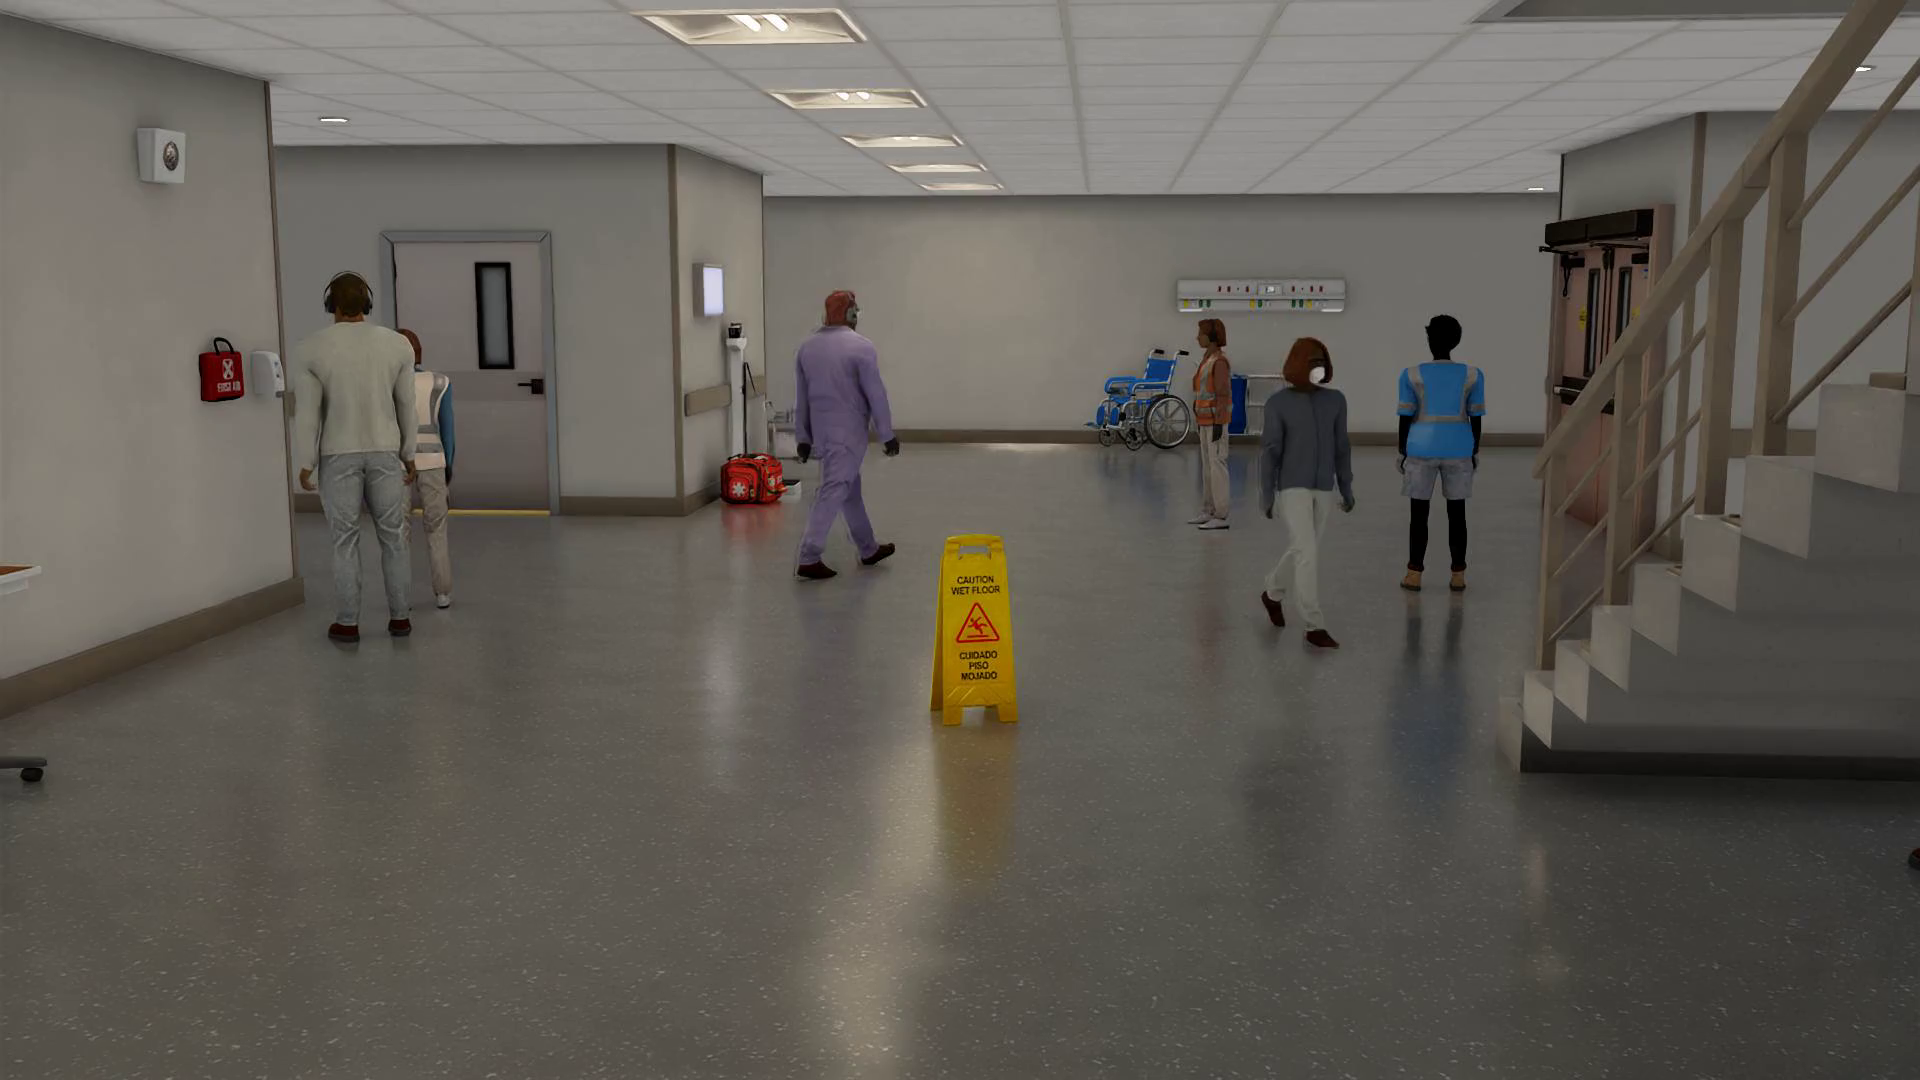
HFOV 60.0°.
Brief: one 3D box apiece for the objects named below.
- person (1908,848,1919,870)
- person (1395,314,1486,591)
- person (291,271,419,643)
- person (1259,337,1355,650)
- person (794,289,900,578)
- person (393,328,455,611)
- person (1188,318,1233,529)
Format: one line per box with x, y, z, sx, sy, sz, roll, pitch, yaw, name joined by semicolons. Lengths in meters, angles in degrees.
3.117;0.133;4.957;0.379;1.931;0.625;3;9;17;person
2.932;-0.525;10.189;0.538;1.700;0.317;1;8;5;person
-3.159;-0.431;8.735;0.627;1.940;0.371;-5;10;-31;person
1.806;-0.275;8.818;0.505;1.606;0.797;-4;9;-26;person
-0.742;-0.696;10.844;1.011;1.852;0.643;-8;12;-44;person
-3.168;-0.403;9.611;0.503;1.630;0.323;-4;9;-25;person
1.963;-0.902;12.957;0.310;1.638;0.523;-1;8;-6;person
